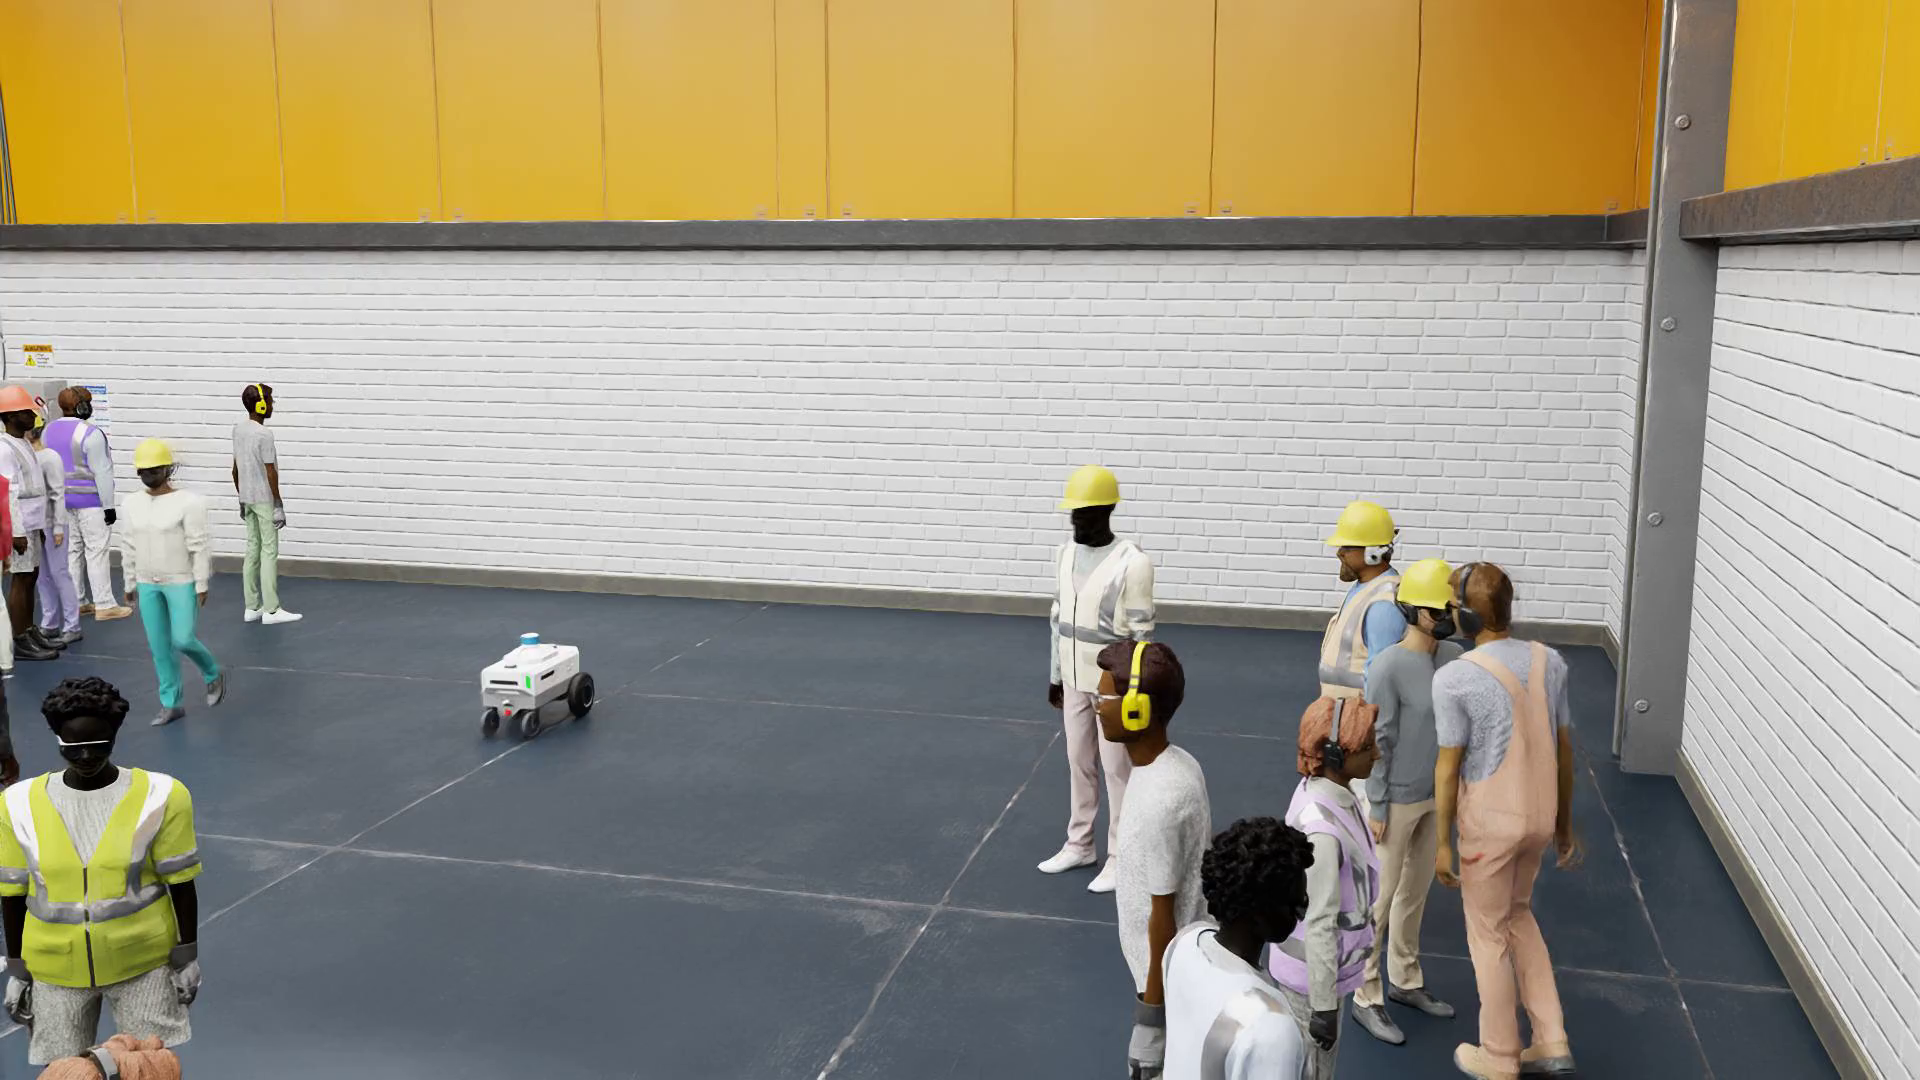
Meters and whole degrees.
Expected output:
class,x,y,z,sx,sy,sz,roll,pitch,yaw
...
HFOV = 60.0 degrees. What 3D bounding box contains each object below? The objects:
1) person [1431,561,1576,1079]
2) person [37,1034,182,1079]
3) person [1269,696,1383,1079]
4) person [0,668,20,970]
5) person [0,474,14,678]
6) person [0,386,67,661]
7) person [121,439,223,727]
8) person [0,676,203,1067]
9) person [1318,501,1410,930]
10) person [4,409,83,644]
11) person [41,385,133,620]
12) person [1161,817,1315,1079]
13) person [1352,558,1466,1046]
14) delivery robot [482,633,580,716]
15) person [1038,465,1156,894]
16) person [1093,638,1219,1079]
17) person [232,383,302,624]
class,x,y,z,sx,sy,sz,roll,pitch,yaw
person,1.831,0.981,5.662,0.528,1.817,0.459,-4,10,-23
person,-1.320,1.582,2.639,0.521,1.638,0.311,6,12,34
person,1.026,1.232,4.722,0.313,1.633,0.518,3,10,15
person,-4.034,0.842,6.352,0.361,1.868,0.808,5,11,26
person,-6.600,0.096,11.072,0.340,1.745,0.570,4,11,24
person,-6.606,-0.118,11.756,0.347,1.943,0.545,-3,10,-17
person,-4.810,0.249,10.130,0.523,1.759,0.446,1,10,7
person,-2.425,1.205,4.718,0.533,1.689,0.334,-3,10,-18
person,1.723,0.738,7.072,0.403,1.824,0.592,1,10,8
person,-6.748,-0.100,12.198,0.534,1.759,0.350,5,11,27
person,-6.854,-0.288,13.047,0.626,1.846,0.429,4,10,23
person,0.579,1.403,3.557,0.324,1.686,0.535,-2,10,-12
person,1.672,0.934,6.080,0.526,1.768,0.331,-8,12,-38
delivery robot,-2.596,0.811,10.080,0.477,0.478,0.707,2,10,12
person,0.601,0.617,7.475,0.381,1.924,0.593,-8,12,-39
person,0.522,1.178,4.396,0.364,1.860,0.514,2,10,9
person,-5.432,-0.282,12.938,0.534,1.868,0.310,7,12,34
